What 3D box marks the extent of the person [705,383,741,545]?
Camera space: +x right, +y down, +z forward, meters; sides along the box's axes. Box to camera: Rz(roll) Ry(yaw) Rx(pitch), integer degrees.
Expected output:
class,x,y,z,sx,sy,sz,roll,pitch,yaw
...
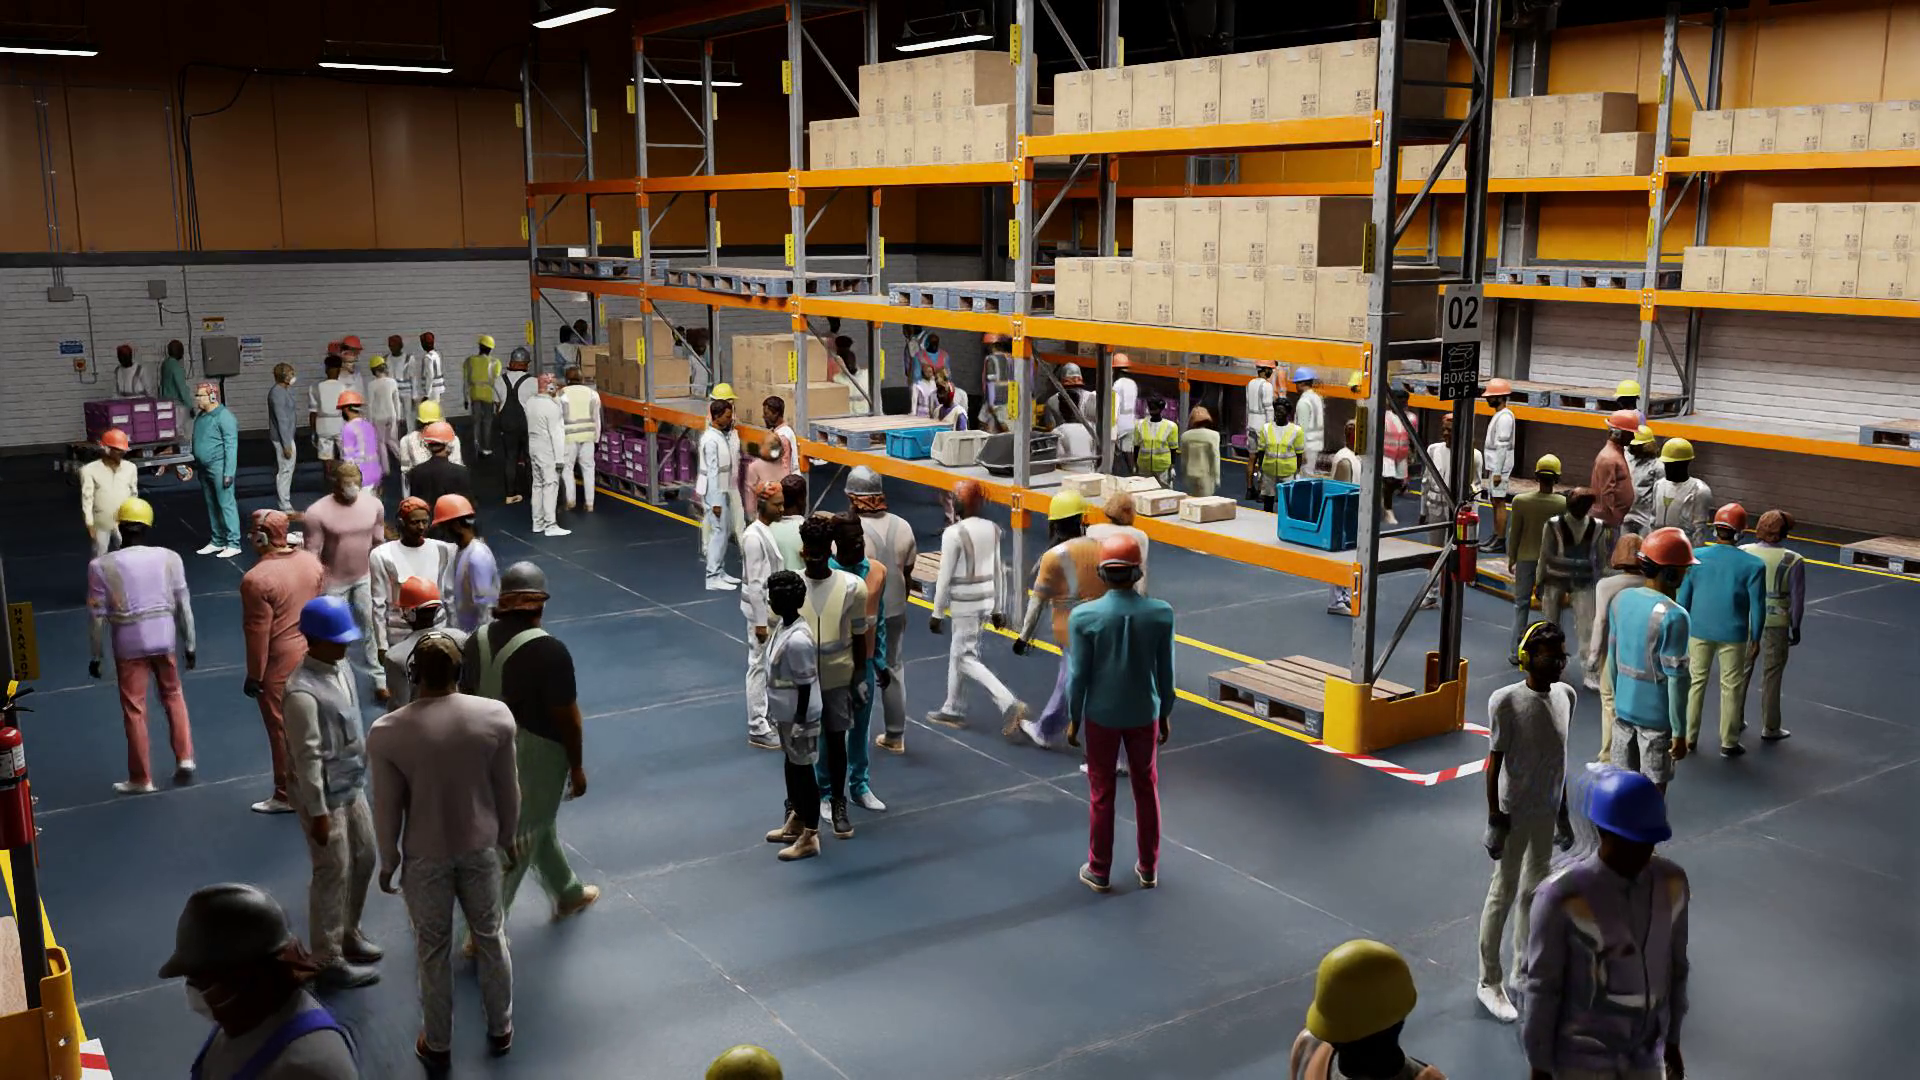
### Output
class,x,y,z,sx,sy,sz,roll,pitch,yaw
person,-2.683,-0.860,18.820,0.403,1.827,0.595,-3,11,-14

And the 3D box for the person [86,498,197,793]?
class,x,y,z,sx,sy,sz,roll,pitch,yaw
person,-5.290,0.685,10.766,0.441,1.896,0.618,10,15,41

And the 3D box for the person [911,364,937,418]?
class,x,y,z,sx,sy,sz,roll,pitch,yaw
person,-0.474,-1.738,23.890,0.529,1.596,0.793,-4,12,-22

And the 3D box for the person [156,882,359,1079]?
class,x,y,z,sx,sy,sz,roll,pitch,yaw
person,-1.819,1.860,4.334,0.538,2.000,0.707,-7,13,-33

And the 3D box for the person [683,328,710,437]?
class,x,y,z,sx,sy,sz,roll,pitch,yaw
person,-4.496,-2.632,27.894,0.611,1.821,0.545,10,15,41

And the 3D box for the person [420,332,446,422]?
class,x,y,z,sx,sy,sz,roll,pitch,yaw
person,-8.292,-2.325,26.147,0.356,1.887,0.572,0,11,3

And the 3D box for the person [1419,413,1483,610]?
class,x,y,z,sx,sy,sz,roll,pitch,yaw
person,4.557,-0.248,15.524,0.573,1.883,0.354,10,15,42

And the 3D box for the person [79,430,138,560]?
class,x,y,z,sx,sy,sz,roll,pitch,yaw
person,-7.961,-0.180,15.647,0.935,1.686,0.580,10,15,42

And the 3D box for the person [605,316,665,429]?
class,x,y,z,sx,sy,sz,roll,pitch,yaw
person,-5.745,-2.960,28.999,1.102,2.000,0.692,-11,15,-44

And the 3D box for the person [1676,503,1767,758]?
class,x,y,z,sx,sy,sz,roll,pitch,yaw
person,5.233,0.612,11.454,0.570,1.749,0.342,8,14,35

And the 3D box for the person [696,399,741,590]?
class,x,y,z,sx,sy,sz,roll,pitch,yaw
person,-2.415,-0.450,16.512,0.390,1.905,0.598,0,11,0

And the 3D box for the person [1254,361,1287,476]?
class,x,y,z,sx,sy,sz,roll,pitch,yaw
person,4.390,-1.818,23.449,0.365,1.926,0.592,-3,11,-13

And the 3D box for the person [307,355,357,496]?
class,x,y,z,sx,sy,sz,roll,pitch,yaw
person,-7.943,-1.373,21.143,0.624,1.945,0.451,-3,11,-16

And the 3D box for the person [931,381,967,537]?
class,x,y,z,sx,sy,sz,roll,pitch,yaw
person,-0.107,-0.912,19.059,0.388,1.837,0.560,-8,14,-35

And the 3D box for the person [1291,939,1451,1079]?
class,x,y,z,sx,sy,sz,roll,pitch,yaw
person,1.032,1.926,4.312,0.386,1.917,0.584,-8,14,-37

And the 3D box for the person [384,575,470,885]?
class,x,y,z,sx,sy,sz,roll,pitch,yaw
person,-2.934,1.055,9.188,0.324,1.752,0.559,7,13,32

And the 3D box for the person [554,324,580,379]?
class,x,y,z,sx,sy,sz,roll,pitch,yaw
person,-6.542,-2.678,27.974,0.902,1.893,0.596,5,12,24

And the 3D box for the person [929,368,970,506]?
class,x,y,z,sx,sy,sz,roll,pitch,yaw
person,-0.122,-1.276,21.038,0.591,1.788,0.627,3,11,14

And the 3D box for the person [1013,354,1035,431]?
class,x,y,z,sx,sy,sz,roll,pitch,yaw
person,1.021,-2.613,28.010,0.484,1.736,0.305,-7,13,-32

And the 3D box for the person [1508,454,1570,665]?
class,x,y,z,sx,sy,sz,roll,pitch,yaw
person,4.778,0.174,13.693,0.523,1.762,0.337,4,12,18

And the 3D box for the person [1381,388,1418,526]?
class,x,y,z,sx,sy,sz,roll,pitch,yaw
person,5.220,-1.035,20.137,0.539,1.666,0.634,-2,11,-9

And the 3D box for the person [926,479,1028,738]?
class,x,y,z,sx,sy,sz,roll,pitch,yaw
person,0.132,0.487,11.843,0.856,1.856,0.591,8,14,35

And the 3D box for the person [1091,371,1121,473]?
class,x,y,z,sx,sy,sz,roll,pitch,yaw
person,1.739,-1.191,20.455,0.570,1.841,0.373,-10,15,-43

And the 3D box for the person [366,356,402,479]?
class,x,y,z,sx,sy,sz,roll,pitch,yaw
person,-8.097,-1.717,23.380,0.434,1.746,0.539,6,13,28

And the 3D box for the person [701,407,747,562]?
class,x,y,z,sx,sy,sz,roll,pitch,yaw
person,-2.465,-0.573,17.623,0.810,1.713,0.571,9,14,38

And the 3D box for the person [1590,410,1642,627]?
class,x,y,z,sx,sy,sz,roll,pitch,yaw
person,5.853,-0.182,14.925,0.392,1.986,0.609,5,12,24

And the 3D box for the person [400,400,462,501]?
class,x,y,z,sx,sy,sz,roll,pitch,yaw
person,-5.315,-0.491,16.788,0.598,1.884,0.911,-3,11,-14

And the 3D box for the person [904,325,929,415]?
class,x,y,z,sx,sy,sz,roll,pitch,yaw
person,-0.790,-3.160,30.579,0.635,1.831,0.429,10,15,40

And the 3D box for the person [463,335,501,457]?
class,x,y,z,sx,sy,sz,roll,pitch,yaw
person,-7.339,-2.191,25.514,0.606,1.877,0.793,0,11,-2

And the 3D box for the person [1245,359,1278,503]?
class,x,y,z,sx,sy,sz,roll,pitch,yaw
person,3.913,-1.448,21.529,0.355,1.938,0.544,-5,12,-22

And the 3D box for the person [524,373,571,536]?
class,x,y,z,sx,sy,sz,roll,pitch,yaw
person,-4.774,-0.993,19.318,0.397,1.900,0.637,-10,15,-42

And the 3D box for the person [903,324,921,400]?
class,x,y,z,sx,sy,sz,roll,pitch,yaw
person,-0.845,-2.914,29.275,0.348,1.844,0.505,2,11,8

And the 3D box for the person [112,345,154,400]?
class,x,y,z,sx,sy,sz,roll,pitch,yaw
person,-12.105,-1.938,24.333,0.584,1.829,1.004,4,12,19

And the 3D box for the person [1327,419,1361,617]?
class,x,y,z,sx,sy,sz,roll,pitch,yaw
person,3.590,-0.214,15.477,0.393,1.836,0.560,4,12,20

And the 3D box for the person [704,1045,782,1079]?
class,x,y,z,sx,sy,sz,roll,pitch,yaw
person,-0.543,2.065,4.088,0.493,1.729,0.324,2,11,9

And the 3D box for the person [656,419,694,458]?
class,x,y,z,sx,sy,sz,roll,pitch,yaw
person,-4.486,-2.114,25.343,0.968,1.787,0.581,10,15,41

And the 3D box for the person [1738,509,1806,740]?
class,x,y,z,sx,sy,sz,roll,pitch,yaw
person,5.724,0.596,11.833,0.310,1.638,0.522,-8,14,-37

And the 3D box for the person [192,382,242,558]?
class,x,y,z,sx,sy,sz,roll,pitch,yaw
person,-8.119,-0.762,18.098,0.648,1.907,0.409,8,14,35

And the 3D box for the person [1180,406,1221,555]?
class,x,y,z,sx,sy,sz,roll,pitch,yaw
person,2.610,-0.669,18.381,0.562,1.602,0.547,10,15,41

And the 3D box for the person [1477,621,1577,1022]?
class,x,y,z,sx,sy,sz,roll,pitch,yaw
person,2.649,1.285,7.716,0.507,1.872,0.329,-5,12,-26

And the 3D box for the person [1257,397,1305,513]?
class,x,y,z,sx,sy,sz,roll,pitch,yaw
person,3.570,-0.751,18.577,0.535,1.697,0.318,5,12,23

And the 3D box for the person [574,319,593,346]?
class,x,y,z,sx,sy,sz,roll,pitch,yaw
person,-6.465,-2.846,28.709,0.375,1.933,0.625,-3,11,-16

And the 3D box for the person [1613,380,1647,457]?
class,x,y,z,sx,sy,sz,roll,pitch,yaw
person,7.313,-0.795,18.252,0.395,1.919,0.582,5,12,23

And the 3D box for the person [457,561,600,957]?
class,x,y,z,sx,sy,sz,roll,pitch,yaw
person,-2.237,1.057,8.442,0.696,2.000,1.006,7,13,33
